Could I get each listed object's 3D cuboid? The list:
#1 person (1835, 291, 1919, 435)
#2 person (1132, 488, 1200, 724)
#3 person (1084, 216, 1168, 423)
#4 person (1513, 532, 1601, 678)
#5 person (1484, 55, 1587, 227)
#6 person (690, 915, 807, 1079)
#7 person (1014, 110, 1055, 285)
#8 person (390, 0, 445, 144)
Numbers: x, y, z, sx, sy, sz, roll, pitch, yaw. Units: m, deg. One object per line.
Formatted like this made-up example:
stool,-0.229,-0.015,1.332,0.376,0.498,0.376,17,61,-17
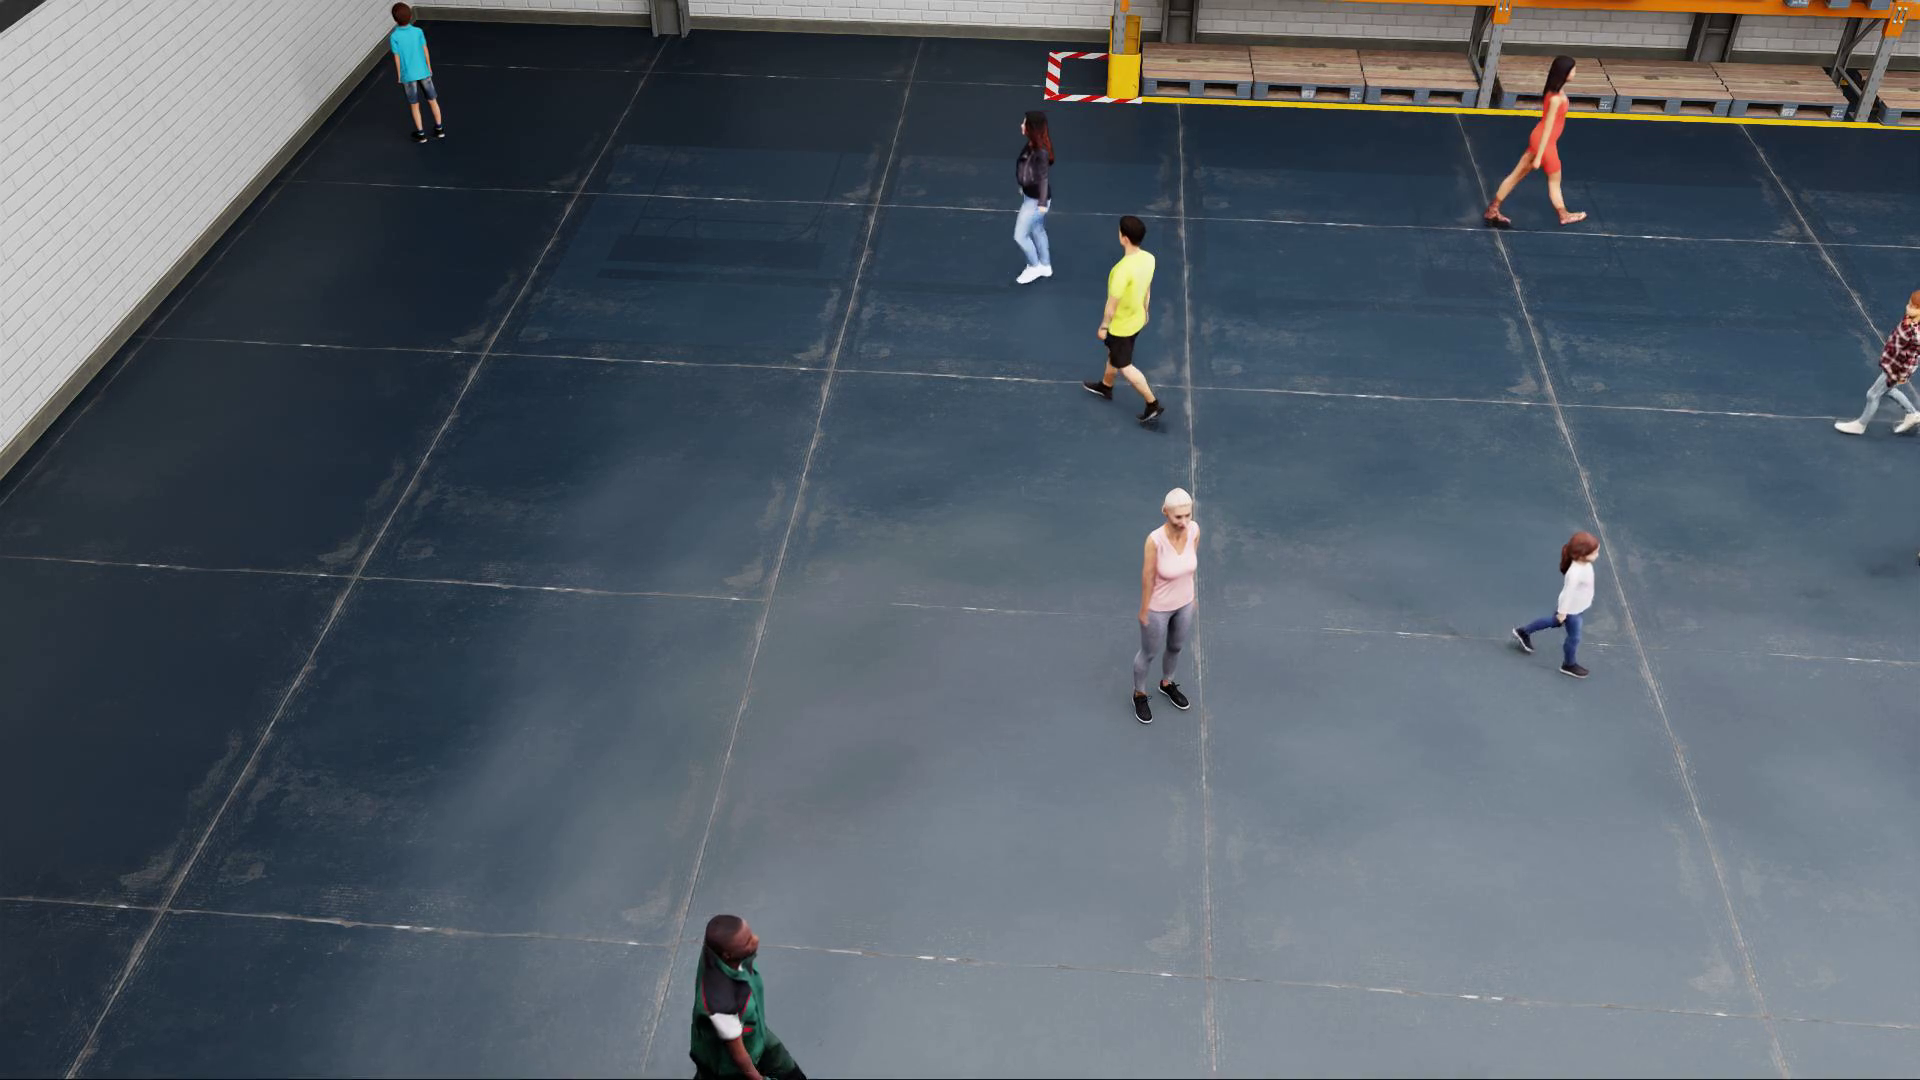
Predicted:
person,7.347,-1.359,12.919,0.892,1.289,0.632,10,40,13
person,1.294,0.380,10.391,0.606,1.726,0.697,-17,42,-20
person,1.364,-1.702,13.035,1.142,1.680,0.934,21,43,25
person,3.952,0.385,10.892,0.828,1.094,0.657,21,43,24
person,5.340,-3.659,15.498,1.148,1.664,0.600,3,39,4
person,-1.159,2.401,7.815,1.231,1.783,0.763,-1,39,-1
person,0.745,-3.037,14.752,0.689,1.623,0.714,-5,39,-6
person,-5.615,-4.826,17.133,0.585,1.448,0.661,-22,44,-26
